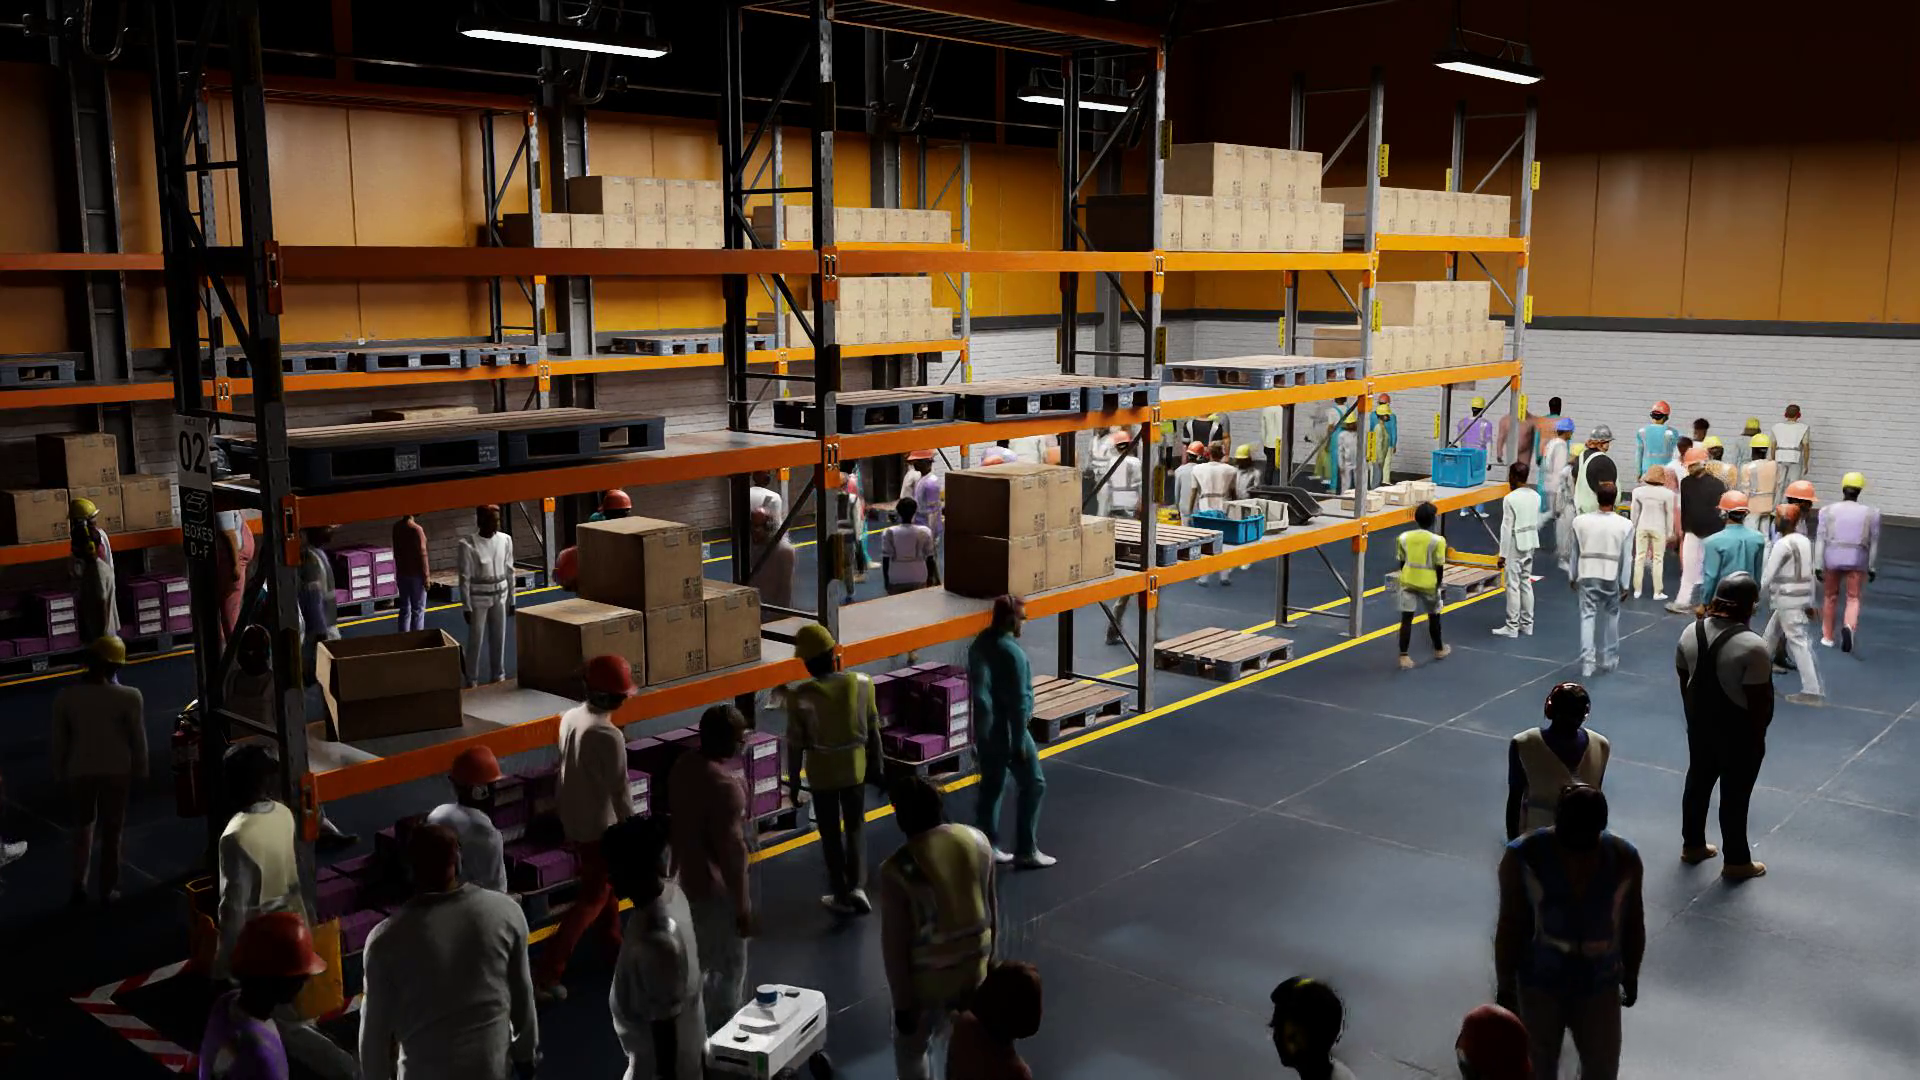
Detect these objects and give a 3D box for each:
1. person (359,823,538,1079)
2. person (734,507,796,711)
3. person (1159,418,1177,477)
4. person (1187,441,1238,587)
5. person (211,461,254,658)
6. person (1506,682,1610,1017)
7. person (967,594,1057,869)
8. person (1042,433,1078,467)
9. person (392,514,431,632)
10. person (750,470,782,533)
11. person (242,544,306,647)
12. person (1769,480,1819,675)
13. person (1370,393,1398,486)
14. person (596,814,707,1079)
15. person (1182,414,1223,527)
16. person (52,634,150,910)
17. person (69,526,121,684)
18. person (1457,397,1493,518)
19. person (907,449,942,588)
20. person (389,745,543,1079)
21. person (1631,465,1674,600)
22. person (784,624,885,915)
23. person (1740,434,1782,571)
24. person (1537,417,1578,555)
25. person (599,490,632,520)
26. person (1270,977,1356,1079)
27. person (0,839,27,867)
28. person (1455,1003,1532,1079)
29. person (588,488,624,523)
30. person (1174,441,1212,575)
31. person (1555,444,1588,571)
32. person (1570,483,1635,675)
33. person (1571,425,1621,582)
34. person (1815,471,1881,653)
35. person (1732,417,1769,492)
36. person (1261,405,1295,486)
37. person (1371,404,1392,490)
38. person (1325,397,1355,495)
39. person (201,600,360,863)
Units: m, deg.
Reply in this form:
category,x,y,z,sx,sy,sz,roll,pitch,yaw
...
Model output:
category,x,y,z,sx,sy,sz,roll,pitch,yaw
person,-2.008,2.050,6.536,0.682,1.885,0.421,-8,12,-38
person,-1.791,0.640,14.965,0.644,1.880,0.668,4,10,22
person,3.898,-2.049,31.535,0.533,1.699,0.318,8,12,40
person,3.162,-0.318,20.815,0.625,1.829,0.418,0,10,0
person,-7.563,0.189,17.159,0.682,2.000,0.538,8,12,40
person,3.219,1.654,9.017,0.563,1.837,0.389,-1,10,-9
person,0.367,1.278,11.113,0.592,1.879,0.684,-5,11,-29
person,1.367,-0.617,22.307,0.586,1.928,0.364,8,12,40
person,-5.558,0.365,16.915,0.523,1.771,0.304,8,12,40
person,-2.214,0.075,18.335,0.582,1.877,0.351,5,11,25
person,-5.497,0.919,13.414,0.430,1.838,0.619,-1,10,-4
person,8.216,0.364,16.463,0.559,1.922,0.390,-8,13,-40
person,7.470,-1.718,29.384,0.560,1.755,0.318,8,12,40
person,-1.112,2.002,6.671,0.869,1.932,0.657,0,10,-1
person,3.680,-1.162,25.266,0.612,2.030,0.409,3,10,15
person,-5.414,1.465,10.488,0.547,1.731,0.416,-2,10,-12
person,-7.305,0.794,14.102,0.325,1.862,0.501,-7,12,-36
person,8.193,-1.313,26.464,0.586,1.928,0.364,8,12,40
person,-0.407,-0.100,18.880,0.395,2.039,0.614,-2,10,-11
person,-2.456,1.866,8.112,0.566,1.727,0.760,7,12,37
person,8.344,-0.095,20.061,0.498,1.634,0.280,8,12,40
person,-0.759,1.434,10.199,0.646,1.886,0.549,-4,10,-23
person,9.970,-0.371,20.837,0.585,1.927,0.366,-3,10,-18
person,8.237,-0.744,23.089,0.683,1.922,0.642,1,10,8
person,-3.188,0.487,15.681,0.376,1.939,0.547,-3,10,-15
person,1.153,2.291,5.249,0.450,1.836,0.536,1,10,5
person,-6.645,1.353,10.768,0.603,1.872,1.038,3,10,16
person,1.670,2.317,5.327,0.566,1.749,0.353,-1,10,-7
person,-3.521,0.367,16.697,0.390,1.838,0.563,-9,13,-42
person,3.051,-0.412,21.596,0.560,1.752,0.325,8,12,40
person,8.075,-0.391,21.631,0.488,1.689,0.887,-2,10,-14
person,6.378,0.369,16.557,0.595,1.889,0.851,5,11,25
person,8.017,-0.437,20.895,0.536,2.000,0.676,-2,10,-13
person,9.215,0.239,17.301,0.591,1.894,0.755,4,10,22
person,11.944,-0.986,25.172,0.516,1.731,0.710,6,11,30
person,5.343,-1.593,27.924,0.609,1.997,0.375,8,12,40
person,6.822,-1.317,26.964,0.316,1.769,0.524,3,10,16
person,6.623,-1.701,29.023,0.506,1.846,0.346,-2,10,-11
person,-4.660,1.292,11.202,0.999,1.841,0.594,-5,11,-25
